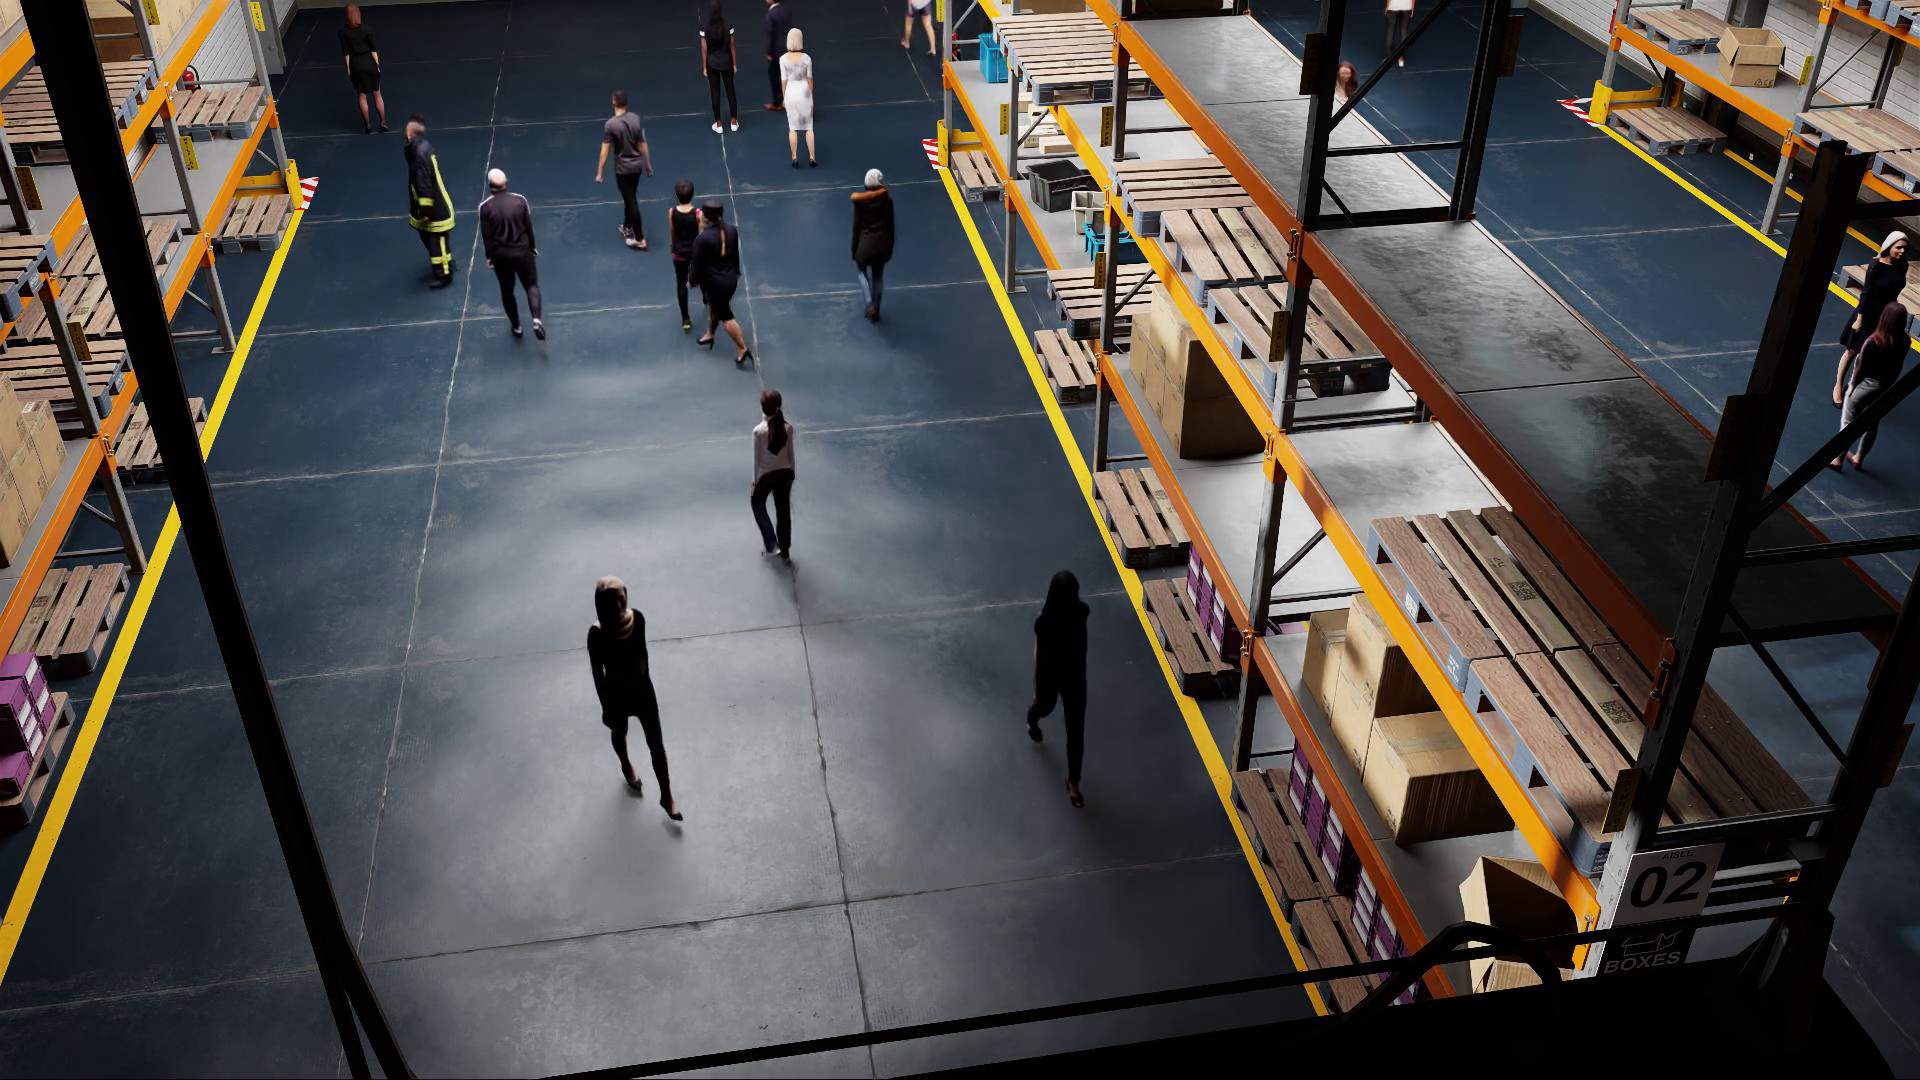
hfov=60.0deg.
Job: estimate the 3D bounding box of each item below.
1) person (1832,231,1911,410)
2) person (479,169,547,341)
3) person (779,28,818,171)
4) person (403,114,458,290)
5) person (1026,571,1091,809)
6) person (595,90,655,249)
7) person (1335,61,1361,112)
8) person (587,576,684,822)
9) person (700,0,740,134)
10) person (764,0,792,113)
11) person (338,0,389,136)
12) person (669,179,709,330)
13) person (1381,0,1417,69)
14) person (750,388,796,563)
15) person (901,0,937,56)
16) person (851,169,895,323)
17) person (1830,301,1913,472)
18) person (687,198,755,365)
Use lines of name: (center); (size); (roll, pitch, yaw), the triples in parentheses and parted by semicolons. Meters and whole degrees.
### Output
person: (8.524, -2.061, 15.538); (0.607, 1.747, 0.576); (-8, 34, -12)
person: (-4.430, -2.780, 16.553); (0.810, 1.821, 1.013); (-13, 36, -19)
person: (-2.004, -5.482, 20.681); (0.603, 1.751, 0.573); (1, 34, 1)
person: (-5.669, -3.615, 17.804); (0.924, 1.825, 0.746); (-21, 39, -29)
person: (0.627, 0.898, 11.135); (0.731, 1.693, 1.143); (-12, 36, -18)
person: (-3.666, -4.129, 18.661); (1.070, 1.733, 1.011); (27, 42, 34)
person: (4.409, -4.791, 19.620); (0.639, 1.774, 0.865); (-3, 34, -5)
person: (-2.242, 0.970, 10.931); (0.883, 1.798, 1.066); (-23, 40, -31)
person: (-3.148, -6.225, 21.807); (0.637, 1.742, 0.600); (-10, 35, -14)
person: (-2.339, -6.524, 22.296); (1.103, 1.699, 1.054); (20, 38, 27)
person: (-7.791, -6.154, 21.731); (0.598, 1.707, 0.513); (-8, 35, -12)
person: (-2.793, -2.897, 17.006); (0.754, 1.515, 1.074); (3, 34, 5)
person: (6.377, -7.701, 24.115); (0.612, 1.645, 0.581); (1, 34, 2)
person: (-1.469, -0.473, 13.329); (0.629, 1.548, 0.654); (-16, 37, -22)
person: (-0.559, -7.900, 24.527); (0.798, 1.520, 1.108); (-17, 37, -24)
person: (-0.875, -2.971, 17.019); (0.653, 1.623, 0.638); (-10, 35, -15)
person: (7.973, -1.343, 14.583); (0.585, 1.608, 0.521); (-6, 34, -9)
person: (-2.311, -2.474, 16.259); (1.150, 1.636, 1.100); (21, 39, 28)
